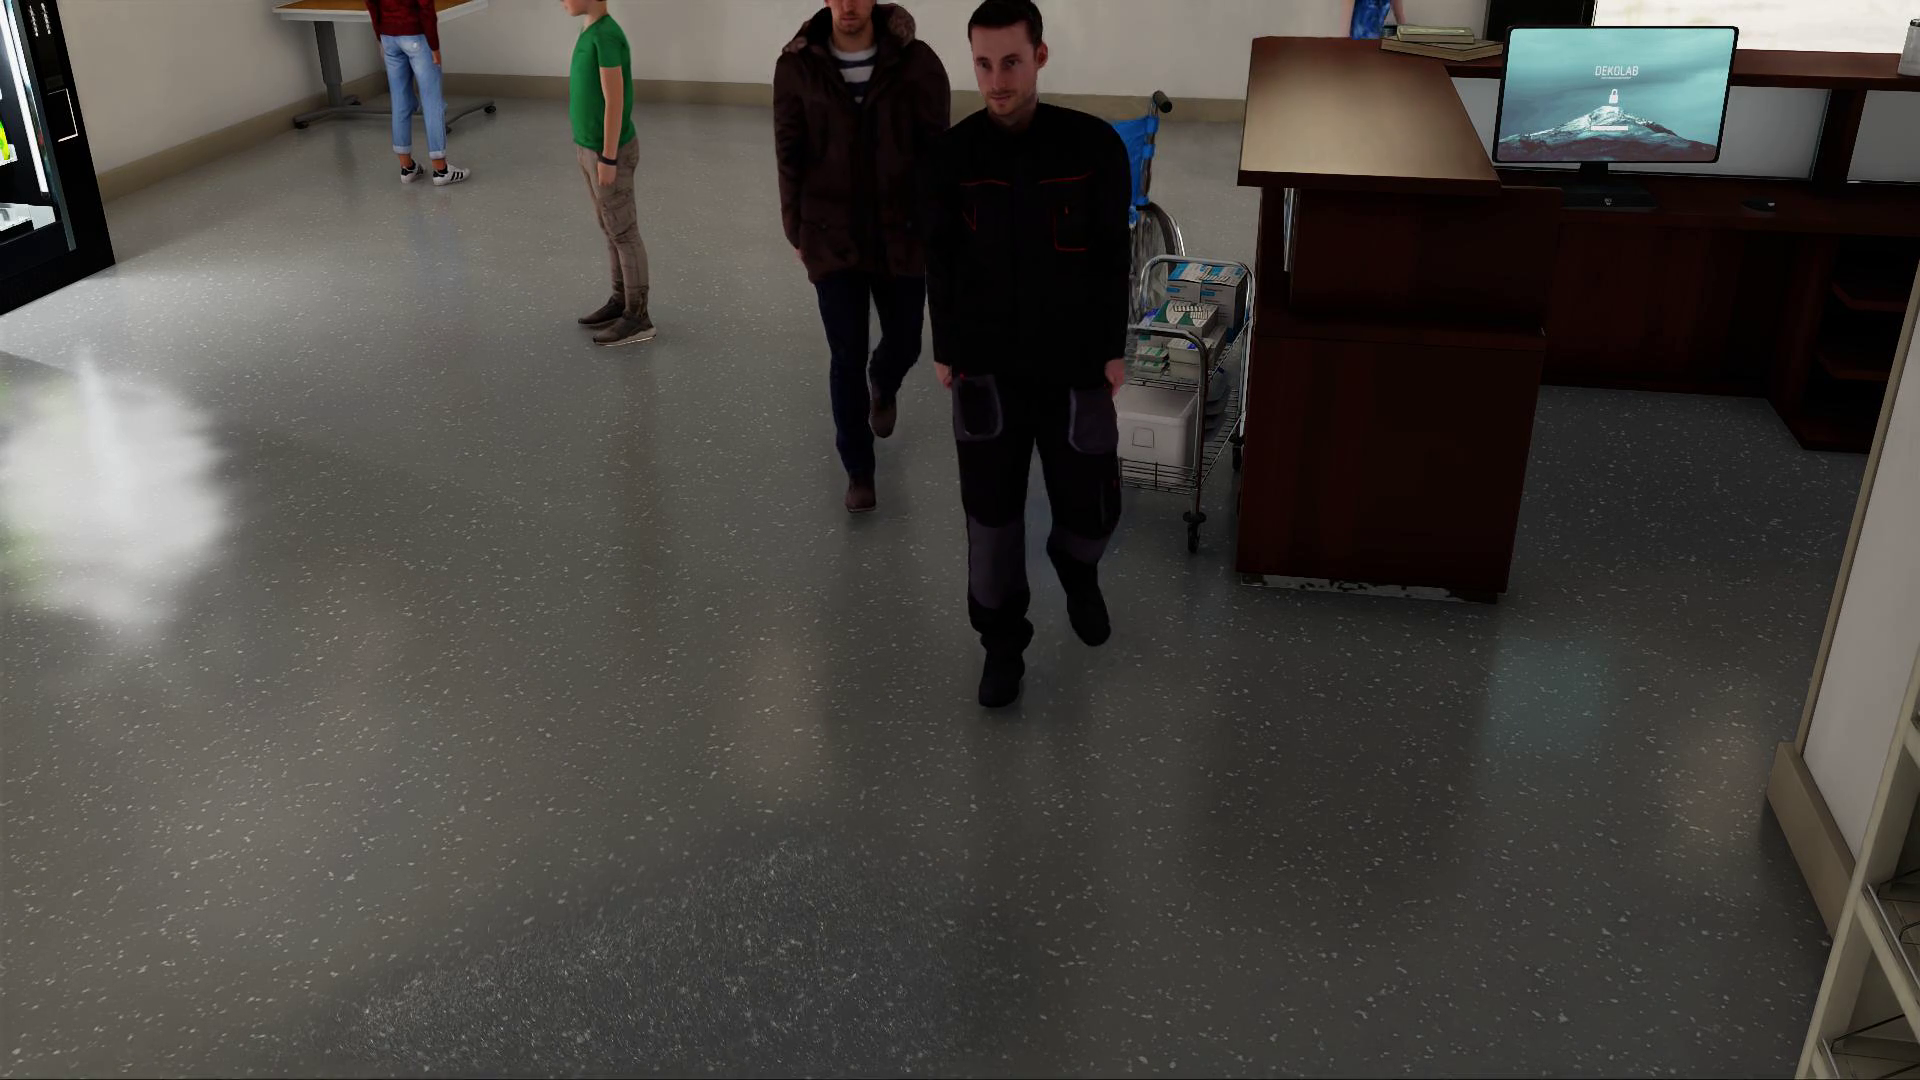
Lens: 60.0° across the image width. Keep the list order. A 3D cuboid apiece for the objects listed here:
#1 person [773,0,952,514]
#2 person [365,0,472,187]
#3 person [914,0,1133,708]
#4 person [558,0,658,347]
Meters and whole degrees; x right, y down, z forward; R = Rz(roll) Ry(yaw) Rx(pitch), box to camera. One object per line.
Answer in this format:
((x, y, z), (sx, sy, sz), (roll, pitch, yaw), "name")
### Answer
((-0.310, -1.058, 5.670), (0.922, 1.825, 1.159), (-2, 26, -5), "person")
((-3.233, -2.924, 9.757), (0.645, 1.634, 0.582), (10, 28, 20), "person")
((0.190, -0.460, 4.357), (0.730, 1.888, 0.864), (1, 26, 2), "person")
((-1.511, -1.688, 7.173), (0.722, 1.653, 0.627), (-10, 28, -21), "person")
